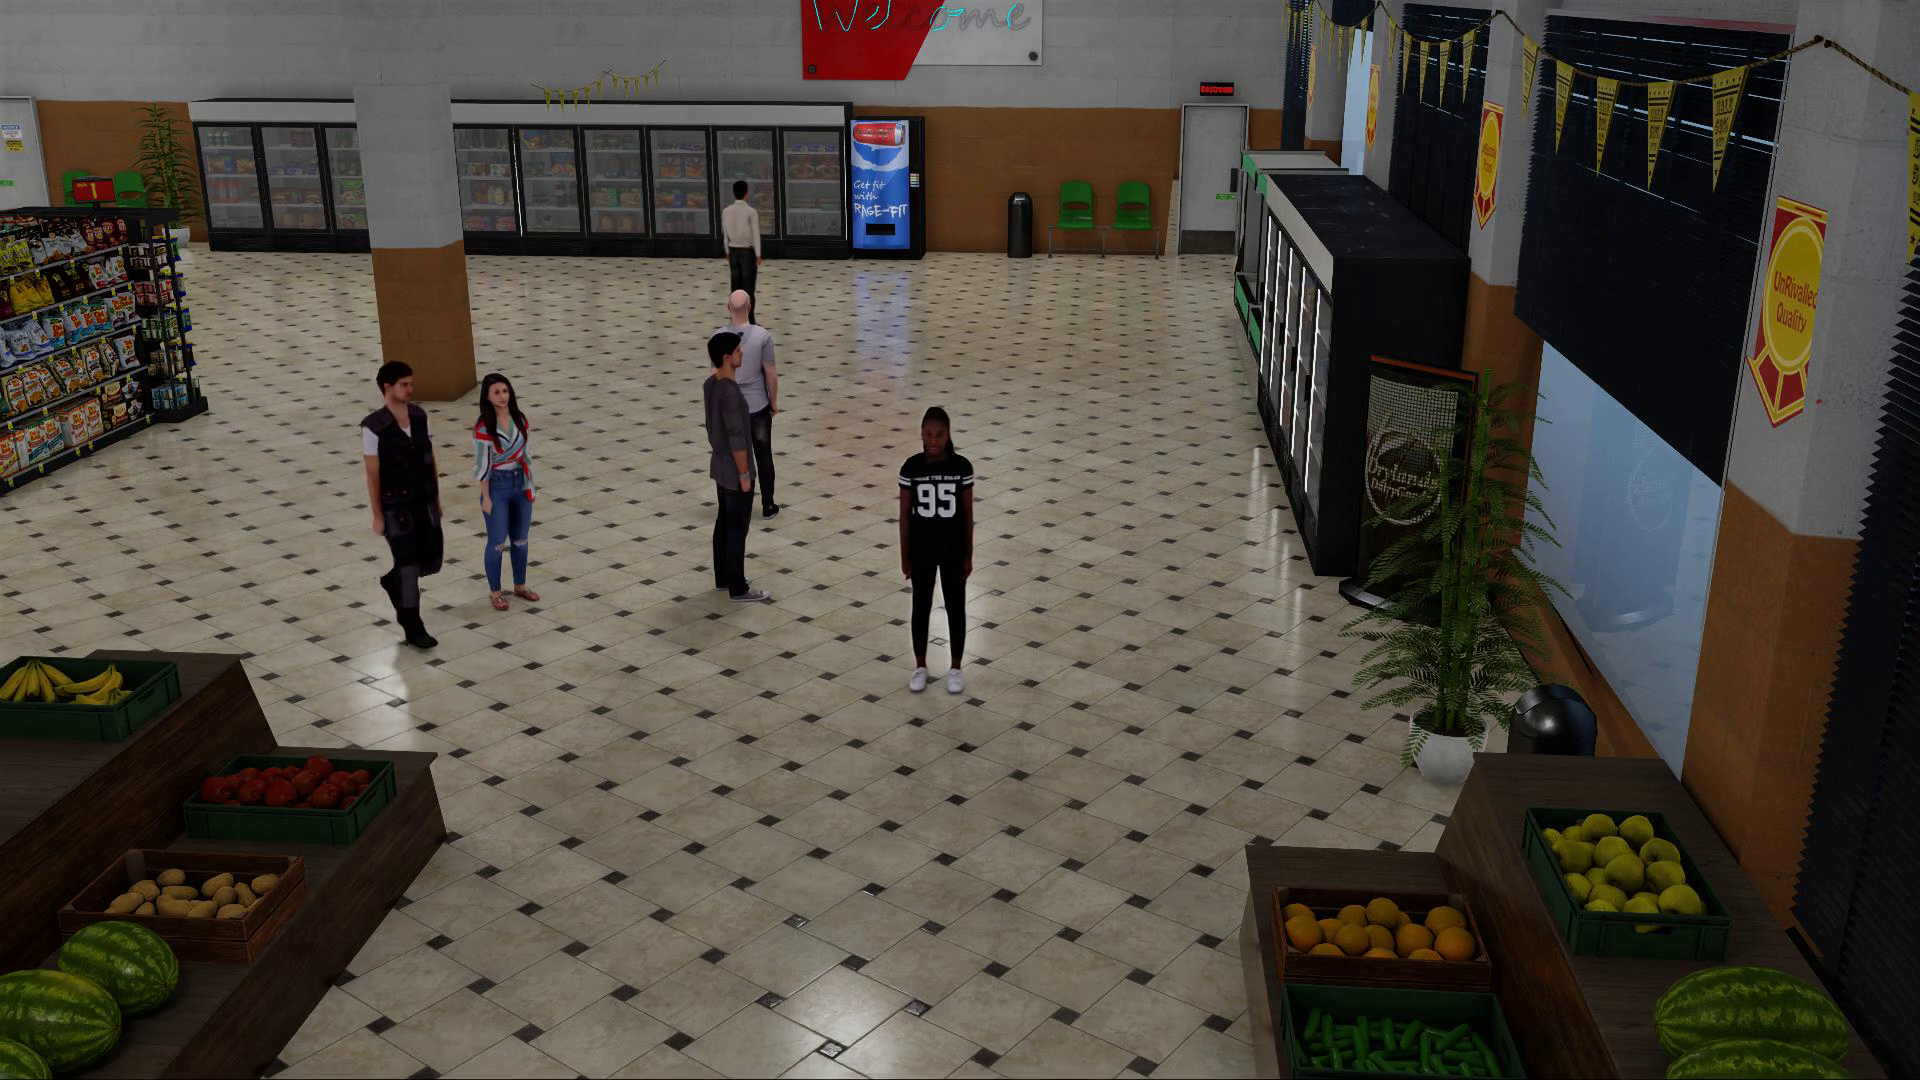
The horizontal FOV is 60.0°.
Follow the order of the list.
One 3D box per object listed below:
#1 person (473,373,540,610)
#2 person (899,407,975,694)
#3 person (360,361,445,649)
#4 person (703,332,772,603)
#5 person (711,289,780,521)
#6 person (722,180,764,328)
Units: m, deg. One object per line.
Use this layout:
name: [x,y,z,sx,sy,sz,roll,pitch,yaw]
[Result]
person: [-3.085,-0.343,11.287,0.728,1.612,0.638,16,25,40]
person: [-0.127,0.065,9.892,0.607,1.729,0.572,0,19,0]
person: [-3.593,-0.235,10.622,0.998,1.831,0.992,14,23,36]
person: [-1.571,-0.506,11.391,0.809,1.854,0.685,-9,21,-26]
person: [-1.698,-1.061,13.063,0.714,1.838,0.643,-2,19,-6]
person: [-2.644,-3.442,20.171,0.719,1.807,0.672,9,21,26]
